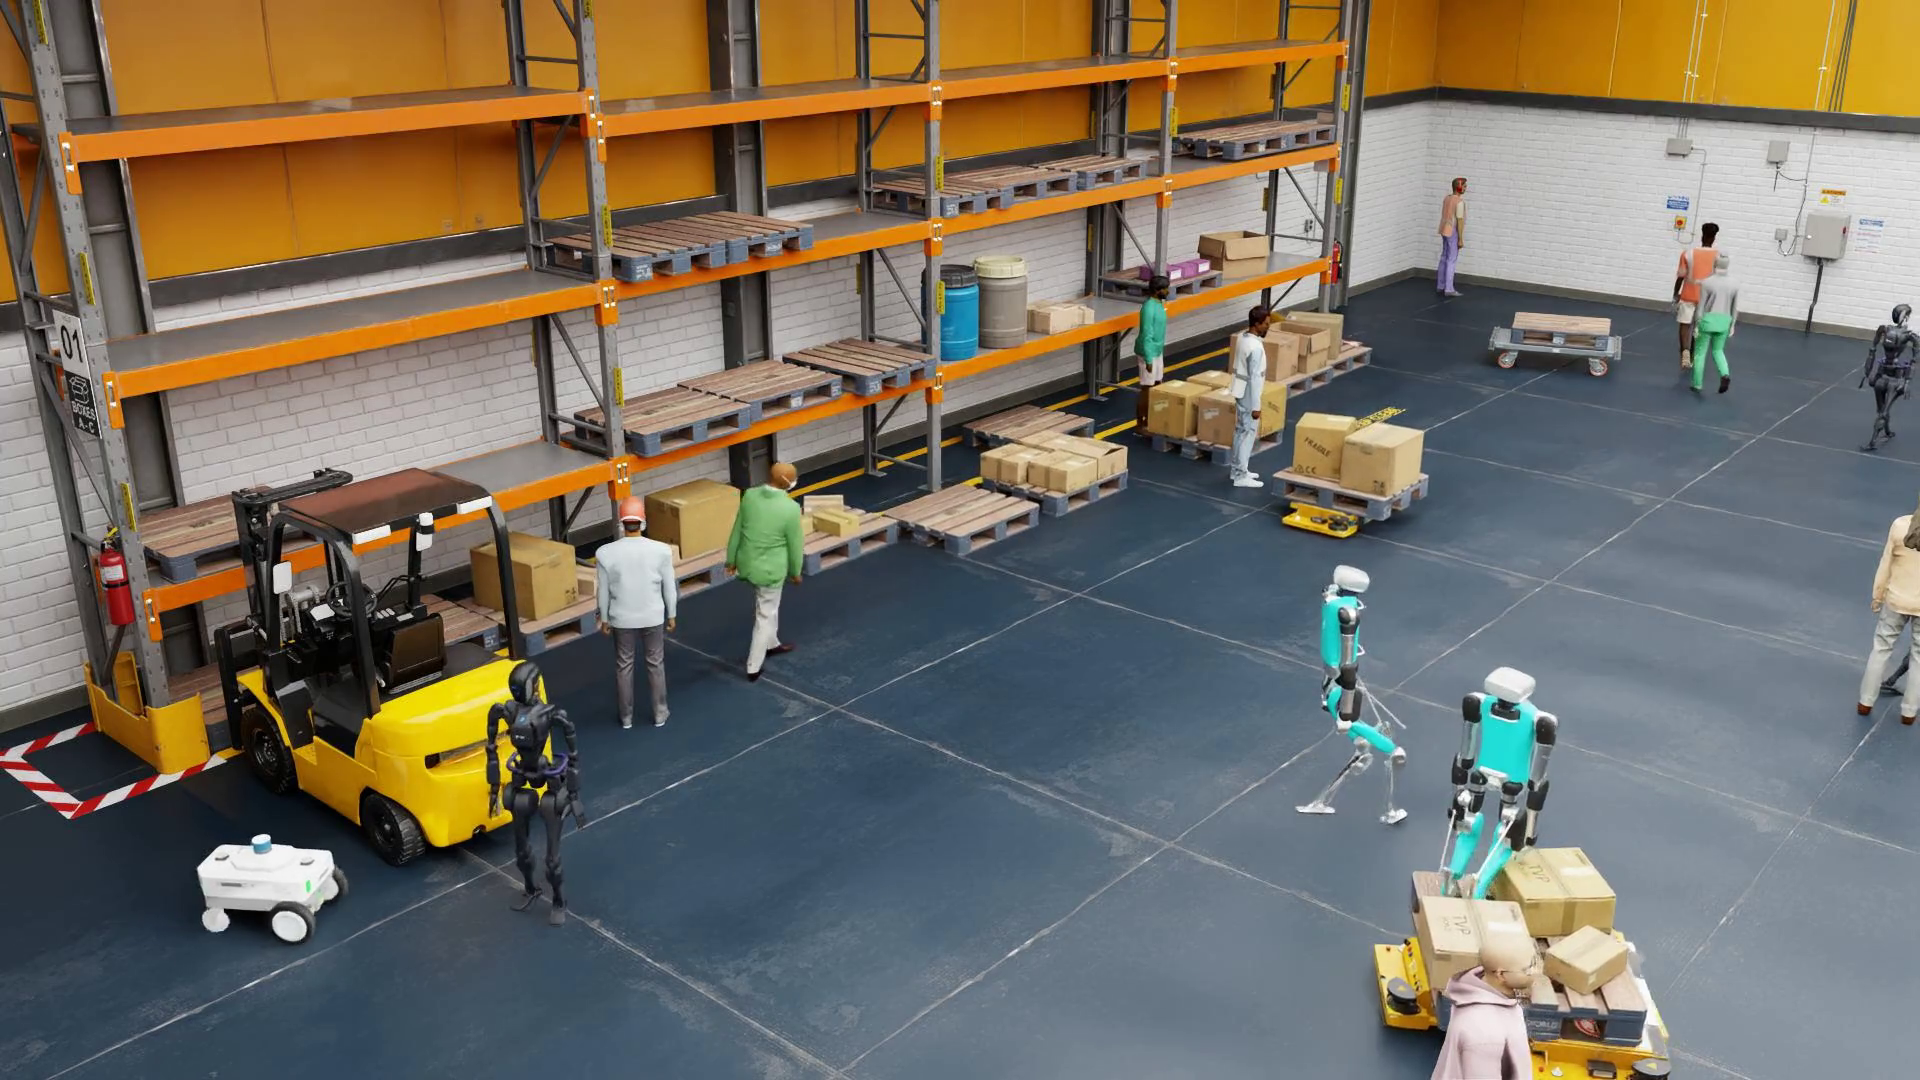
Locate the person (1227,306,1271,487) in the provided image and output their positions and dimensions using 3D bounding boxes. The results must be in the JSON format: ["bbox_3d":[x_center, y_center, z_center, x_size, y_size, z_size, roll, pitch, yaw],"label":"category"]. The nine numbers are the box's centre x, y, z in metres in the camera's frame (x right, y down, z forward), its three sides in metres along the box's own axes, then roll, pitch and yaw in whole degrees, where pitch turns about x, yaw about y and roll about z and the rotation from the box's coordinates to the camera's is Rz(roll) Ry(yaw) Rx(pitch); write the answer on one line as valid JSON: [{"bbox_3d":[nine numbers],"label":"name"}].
[{"bbox_3d":[2.989,-1.483,17.211,0.411,1.908,0.596,-2,20,-5],"label":"person"}]

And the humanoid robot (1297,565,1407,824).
[{"bbox_3d":[2.667,1.024,10.697,0.858,1.808,0.540,-1,20,-2],"label":"humanoid robot"}]

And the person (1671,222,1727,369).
[{"bbox_3d":[9.649,-3.170,21.733,0.609,1.940,0.771,7,21,18],"label":"person"}]

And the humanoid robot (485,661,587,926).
[{"bbox_3d":[-2.448,1.439,9.635,0.608,1.646,0.366,3,20,7],"label":"humanoid robot"}]

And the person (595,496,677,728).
[{"bbox_3d":[-2.329,0.523,12.007,0.572,1.742,0.352,-4,21,-10],"label":"person"}]

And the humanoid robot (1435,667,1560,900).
[{"bbox_3d":[2.815,1.631,9.063,0.530,1.810,0.787,17,26,39],"label":"humanoid robot"}]

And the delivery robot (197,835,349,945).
[{"bbox_3d":[-4.022,2.005,9.704,0.789,0.593,0.499,2,20,6],"label":"delivery robot"}]

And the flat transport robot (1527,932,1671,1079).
[{"bbox_3d":[3.321,2.459,8.888,0.659,0.231,1.431,4,21,11],"label":"flat transport robot"}]

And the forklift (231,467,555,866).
[{"bbox_3d":[-3.730,0.710,10.856,2.313,2.155,1.214,17,26,38],"label":"forklift"}]

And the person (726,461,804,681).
[{"bbox_3d":[-1.451,0.203,12.887,0.604,1.736,0.707,14,25,33],"label":"person"}]

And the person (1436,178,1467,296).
[{"bbox_3d":[7.755,-4.784,26.235,0.389,1.847,0.563,-4,21,-10],"label":"person"}]

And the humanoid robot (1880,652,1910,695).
[{"bbox_3d":[7.302,0.386,12.498,0.562,1.641,0.584,2,20,6],"label":"humanoid robot"}]

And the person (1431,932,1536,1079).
[{"bbox_3d":[2.126,2.395,6.873,0.405,1.784,0.524,5,21,14],"label":"person"}]

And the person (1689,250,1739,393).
[{"bbox_3d":[9.351,-2.670,20.554,0.524,1.824,0.560,0,20,0],"label":"person"}]

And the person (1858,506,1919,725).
[{"bbox_3d":[6.913,0.453,12.029,0.566,1.865,0.404,13,24,32],"label":"person"}]

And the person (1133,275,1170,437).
[{"bbox_3d":[2.174,-2.111,19.004,0.396,1.842,0.505,9,22,24],"label":"person"}]

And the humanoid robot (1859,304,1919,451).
[{"bbox_3d":[10.371,-1.826,18.528,0.768,1.630,0.601,-10,23,-25],"label":"humanoid robot"}]

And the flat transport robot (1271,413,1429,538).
[{"bbox_3d":[3.845,-0.344,16.483,0.659,0.231,1.431,16,26,37],"label":"flat transport robot"}]

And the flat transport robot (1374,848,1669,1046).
[{"bbox_3d":[3.009,2.416,9.005,1.431,0.231,0.659,2,20,7],"label":"flat transport robot"}]
